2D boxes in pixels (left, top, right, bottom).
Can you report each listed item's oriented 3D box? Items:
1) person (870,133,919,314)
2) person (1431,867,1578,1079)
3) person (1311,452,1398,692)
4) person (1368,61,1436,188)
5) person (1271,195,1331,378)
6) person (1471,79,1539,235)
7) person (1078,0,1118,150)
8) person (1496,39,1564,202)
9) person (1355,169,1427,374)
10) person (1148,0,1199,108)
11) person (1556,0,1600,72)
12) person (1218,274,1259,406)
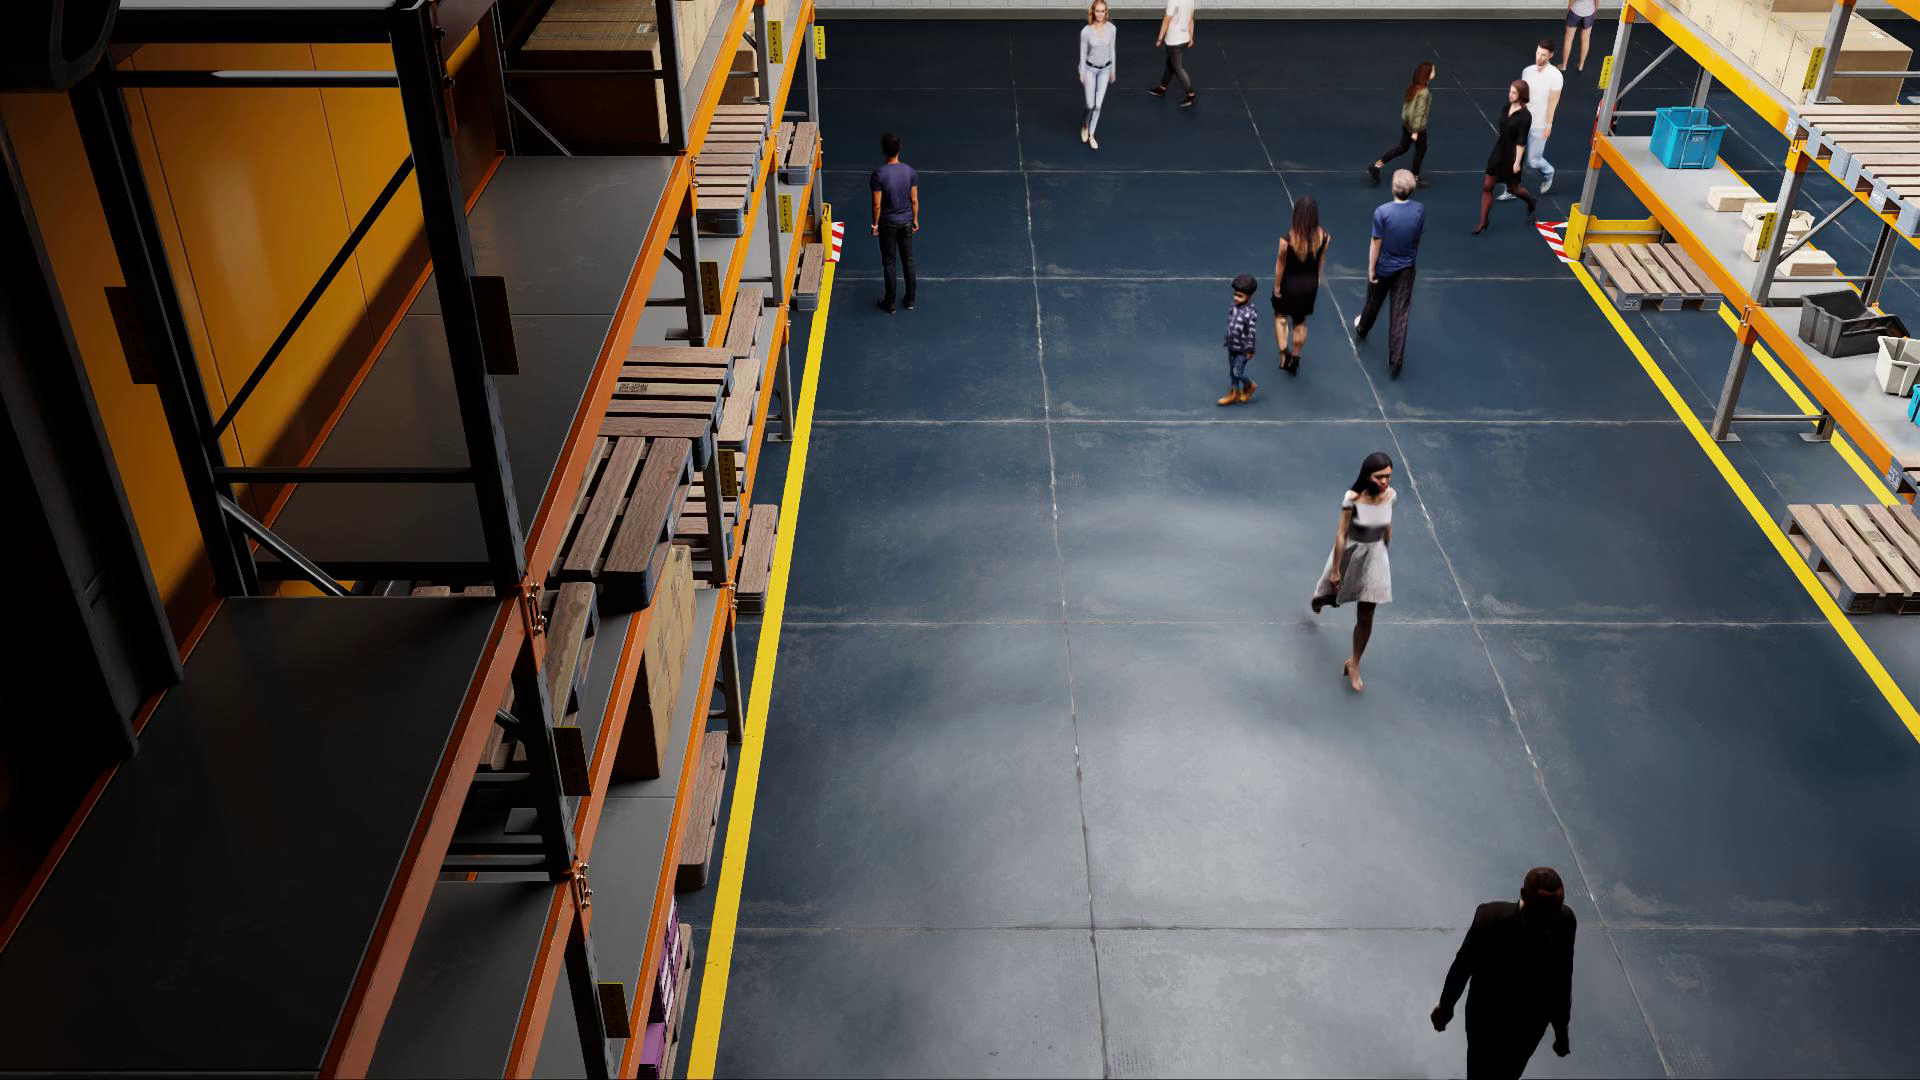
[{"bbox_3d":[-0.625,-3.072,16.144,0.719,1.784,0.673,-13,36,-19],"label":"person"},{"bbox_3d":[2.617,2.234,8.071,0.814,1.885,0.888,-4,34,-5],"label":"person"},{"bbox_3d":[2.659,0.146,11.336,0.740,1.748,1.095,-6,34,-9],"label":"person"},{"bbox_3d":[5.081,-4.691,18.881,0.671,1.451,0.888,-1,34,-1],"label":"person"},{"bbox_3d":[3.071,-2.220,14.943,0.699,1.696,0.697,-7,34,-10],"label":"person"},{"bbox_3d":[5.925,-4.075,17.751,0.929,1.675,1.059,-14,36,-20],"label":"person"},{"bbox_3d":[1.622,-5.622,19.983,0.668,1.782,0.709,-7,34,-11],"label":"person"},{"bbox_3d":[6.419,-4.651,18.472,1.025,1.837,0.992,-24,41,-32],"label":"person"},{"bbox_3d":[3.967,-2.388,15.099,0.678,1.803,1.207,0,34,0],"label":"person"},{"bbox_3d":[2.819,-6.357,21.174,1.106,1.686,1.090,25,41,32],"label":"person"},{"bbox_3d":[8.402,-7.146,22.471,0.568,1.566,0.516,1,34,2],"label":"person"},{"bbox_3d":[2.516,-1.766,14.664,0.688,1.247,0.628,-16,37,-23],"label":"person"}]
